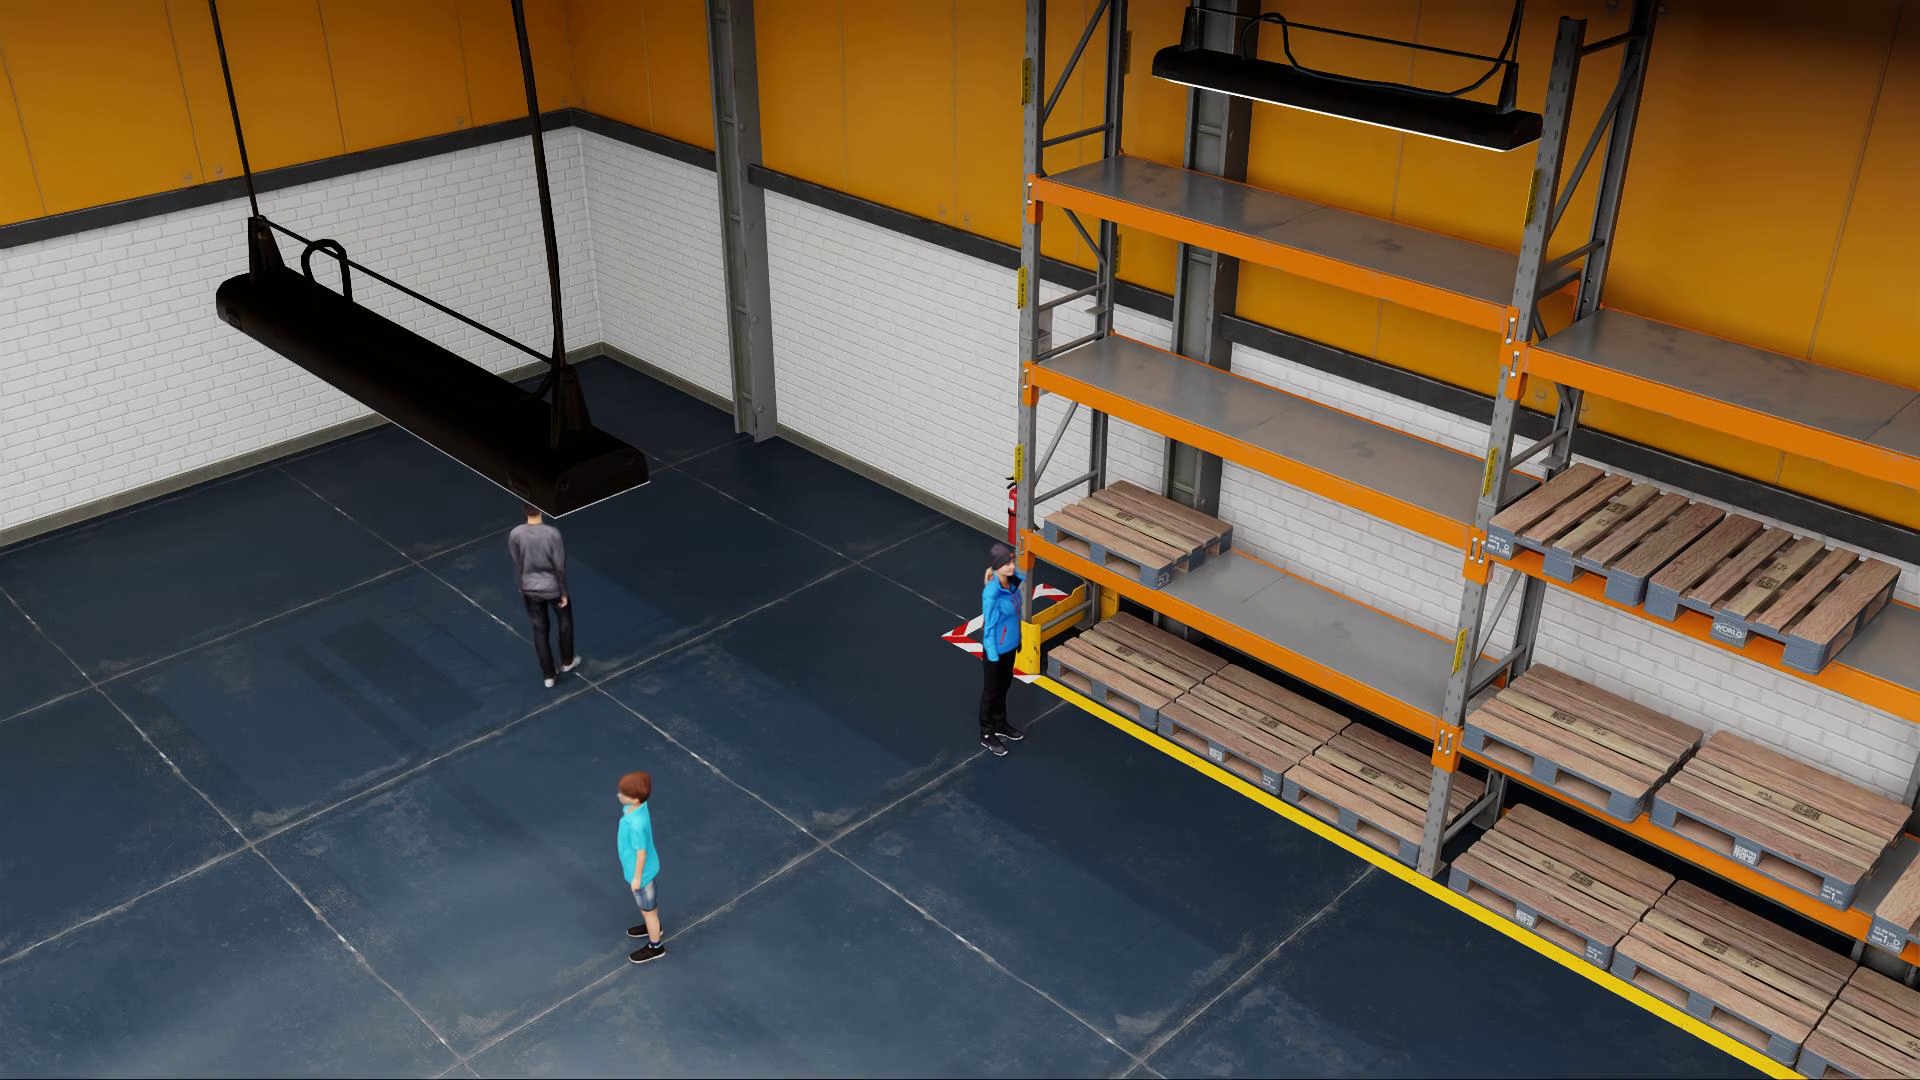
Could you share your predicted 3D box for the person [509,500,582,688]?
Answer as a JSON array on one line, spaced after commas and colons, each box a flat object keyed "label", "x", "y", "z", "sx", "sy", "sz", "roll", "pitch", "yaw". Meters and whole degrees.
[{"label": "person", "x": -3.459, "y": 0.447, "z": 13.749, "sx": 0.774, "sy": 1.749, "sz": 0.831, "roll": -2, "pitch": 29, "yaw": -3}]

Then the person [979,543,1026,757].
[{"label": "person", "x": 0.311, "y": 0.834, "z": 12.989, "sx": 0.602, "sy": 1.797, "sz": 0.664, "roll": 17, "pitch": 33, "yaw": 28}]

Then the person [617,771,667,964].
[{"label": "person", "x": -2.104, "y": 2.126, "z": 10.985, "sx": 0.657, "sy": 1.449, "sz": 0.566, "roll": -6, "pitch": 29, "yaw": -11}]
